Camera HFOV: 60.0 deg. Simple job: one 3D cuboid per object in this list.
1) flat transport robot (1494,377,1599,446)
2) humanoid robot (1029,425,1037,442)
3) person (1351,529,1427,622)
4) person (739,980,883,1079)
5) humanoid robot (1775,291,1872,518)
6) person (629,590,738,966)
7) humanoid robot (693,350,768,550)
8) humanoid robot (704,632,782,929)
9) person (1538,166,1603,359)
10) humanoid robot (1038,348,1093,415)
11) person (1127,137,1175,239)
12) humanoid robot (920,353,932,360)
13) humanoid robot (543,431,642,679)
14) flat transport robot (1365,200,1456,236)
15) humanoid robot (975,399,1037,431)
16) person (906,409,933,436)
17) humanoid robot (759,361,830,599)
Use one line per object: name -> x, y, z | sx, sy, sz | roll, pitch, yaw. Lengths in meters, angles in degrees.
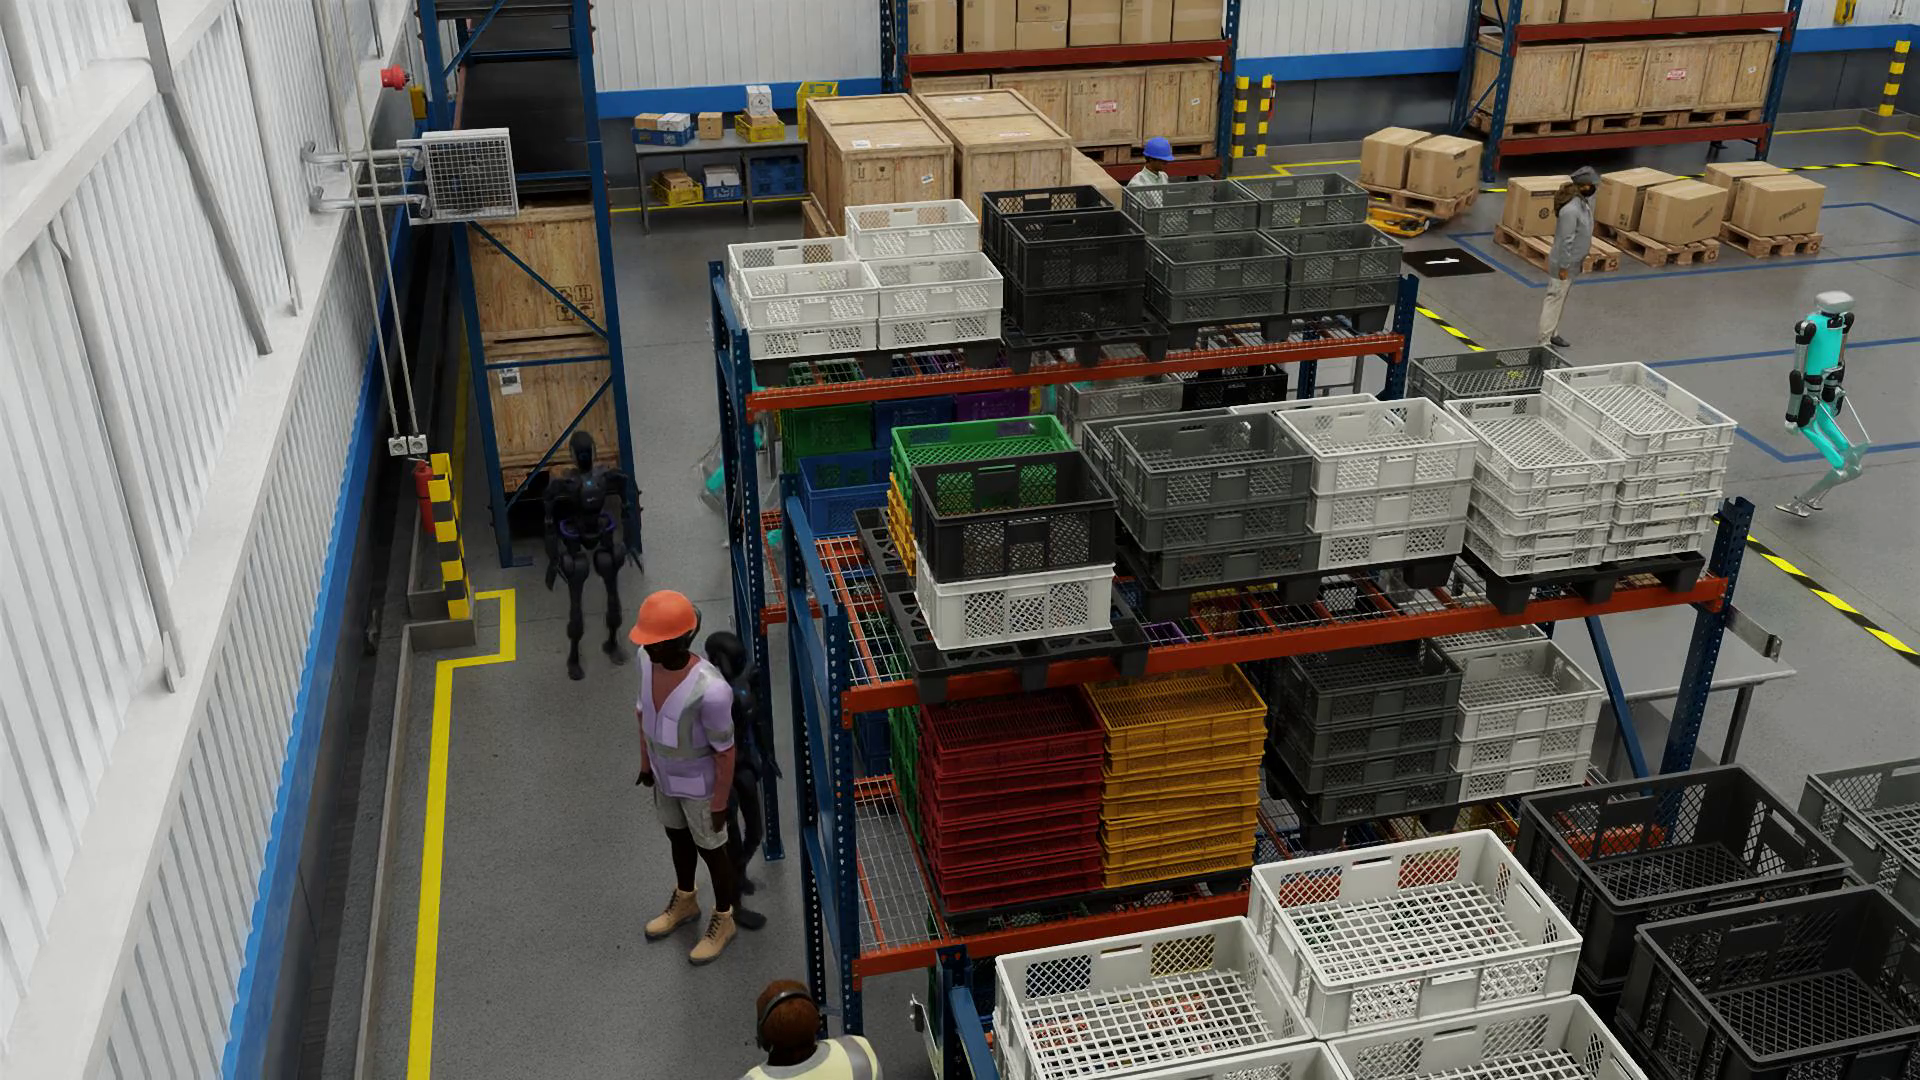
flat transport robot -> 4.780, -1.036, 14.013 | 0.659, 0.231, 1.431 | -6, 28, -12
humanoid robot -> 0.281, 0.007, 10.528 | 0.508, 1.632, 0.602 | -7, 29, -13
person -> 2.701, 0.055, 10.263 | 0.589, 1.833, 0.405 | -7, 29, -12
person -> -0.575, 2.320, 5.958 | 0.623, 1.844, 0.431 | -16, 32, -28
humanoid robot -> 6.371, -0.935, 12.102 | 0.533, 1.677, 0.735 | -14, 31, -25
person -> -1.333, 1.138, 7.987 | 0.604, 2.045, 0.380 | 22, 35, 35
humanoid robot -> -1.650, -0.717, 11.852 | 0.661, 1.817, 0.541 | 4, 28, 8
humanoid robot -> -1.109, 1.183, 8.308 | 0.396, 1.671, 0.607 | 13, 30, 23
person -> 5.583, -2.573, 15.316 | 0.401, 1.768, 0.574 | 15, 31, 25
humanoid robot -> 0.910, -0.594, 11.680 | 0.535, 1.873, 0.839 | 17, 32, 29
person -> 1.767, -2.819, 15.608 | 0.412, 1.939, 0.602 | 19, 33, 31
humanoid robot -> -0.320, -0.530, 11.575 | 0.622, 1.638, 0.613 | 2, 28, 3
humanoid robot -> -2.320, 0.060, 10.430 | 0.609, 1.641, 0.371 | -14, 31, -25
flat transport robot -> 5.250, -3.831, 19.285 | 0.652, 0.197, 1.431 | 20, 34, 33
humanoid robot -> 0.282, -0.279, 10.856 | 0.533, 1.677, 0.735 | 7, 29, 13
person -> -0.188, 0.005, 10.301 | 0.355, 1.886, 0.573 | 0, 28, 0
humanoid robot -> -1.170, -0.351, 11.084 | 0.679, 1.751, 0.544 | -11, 30, -20
